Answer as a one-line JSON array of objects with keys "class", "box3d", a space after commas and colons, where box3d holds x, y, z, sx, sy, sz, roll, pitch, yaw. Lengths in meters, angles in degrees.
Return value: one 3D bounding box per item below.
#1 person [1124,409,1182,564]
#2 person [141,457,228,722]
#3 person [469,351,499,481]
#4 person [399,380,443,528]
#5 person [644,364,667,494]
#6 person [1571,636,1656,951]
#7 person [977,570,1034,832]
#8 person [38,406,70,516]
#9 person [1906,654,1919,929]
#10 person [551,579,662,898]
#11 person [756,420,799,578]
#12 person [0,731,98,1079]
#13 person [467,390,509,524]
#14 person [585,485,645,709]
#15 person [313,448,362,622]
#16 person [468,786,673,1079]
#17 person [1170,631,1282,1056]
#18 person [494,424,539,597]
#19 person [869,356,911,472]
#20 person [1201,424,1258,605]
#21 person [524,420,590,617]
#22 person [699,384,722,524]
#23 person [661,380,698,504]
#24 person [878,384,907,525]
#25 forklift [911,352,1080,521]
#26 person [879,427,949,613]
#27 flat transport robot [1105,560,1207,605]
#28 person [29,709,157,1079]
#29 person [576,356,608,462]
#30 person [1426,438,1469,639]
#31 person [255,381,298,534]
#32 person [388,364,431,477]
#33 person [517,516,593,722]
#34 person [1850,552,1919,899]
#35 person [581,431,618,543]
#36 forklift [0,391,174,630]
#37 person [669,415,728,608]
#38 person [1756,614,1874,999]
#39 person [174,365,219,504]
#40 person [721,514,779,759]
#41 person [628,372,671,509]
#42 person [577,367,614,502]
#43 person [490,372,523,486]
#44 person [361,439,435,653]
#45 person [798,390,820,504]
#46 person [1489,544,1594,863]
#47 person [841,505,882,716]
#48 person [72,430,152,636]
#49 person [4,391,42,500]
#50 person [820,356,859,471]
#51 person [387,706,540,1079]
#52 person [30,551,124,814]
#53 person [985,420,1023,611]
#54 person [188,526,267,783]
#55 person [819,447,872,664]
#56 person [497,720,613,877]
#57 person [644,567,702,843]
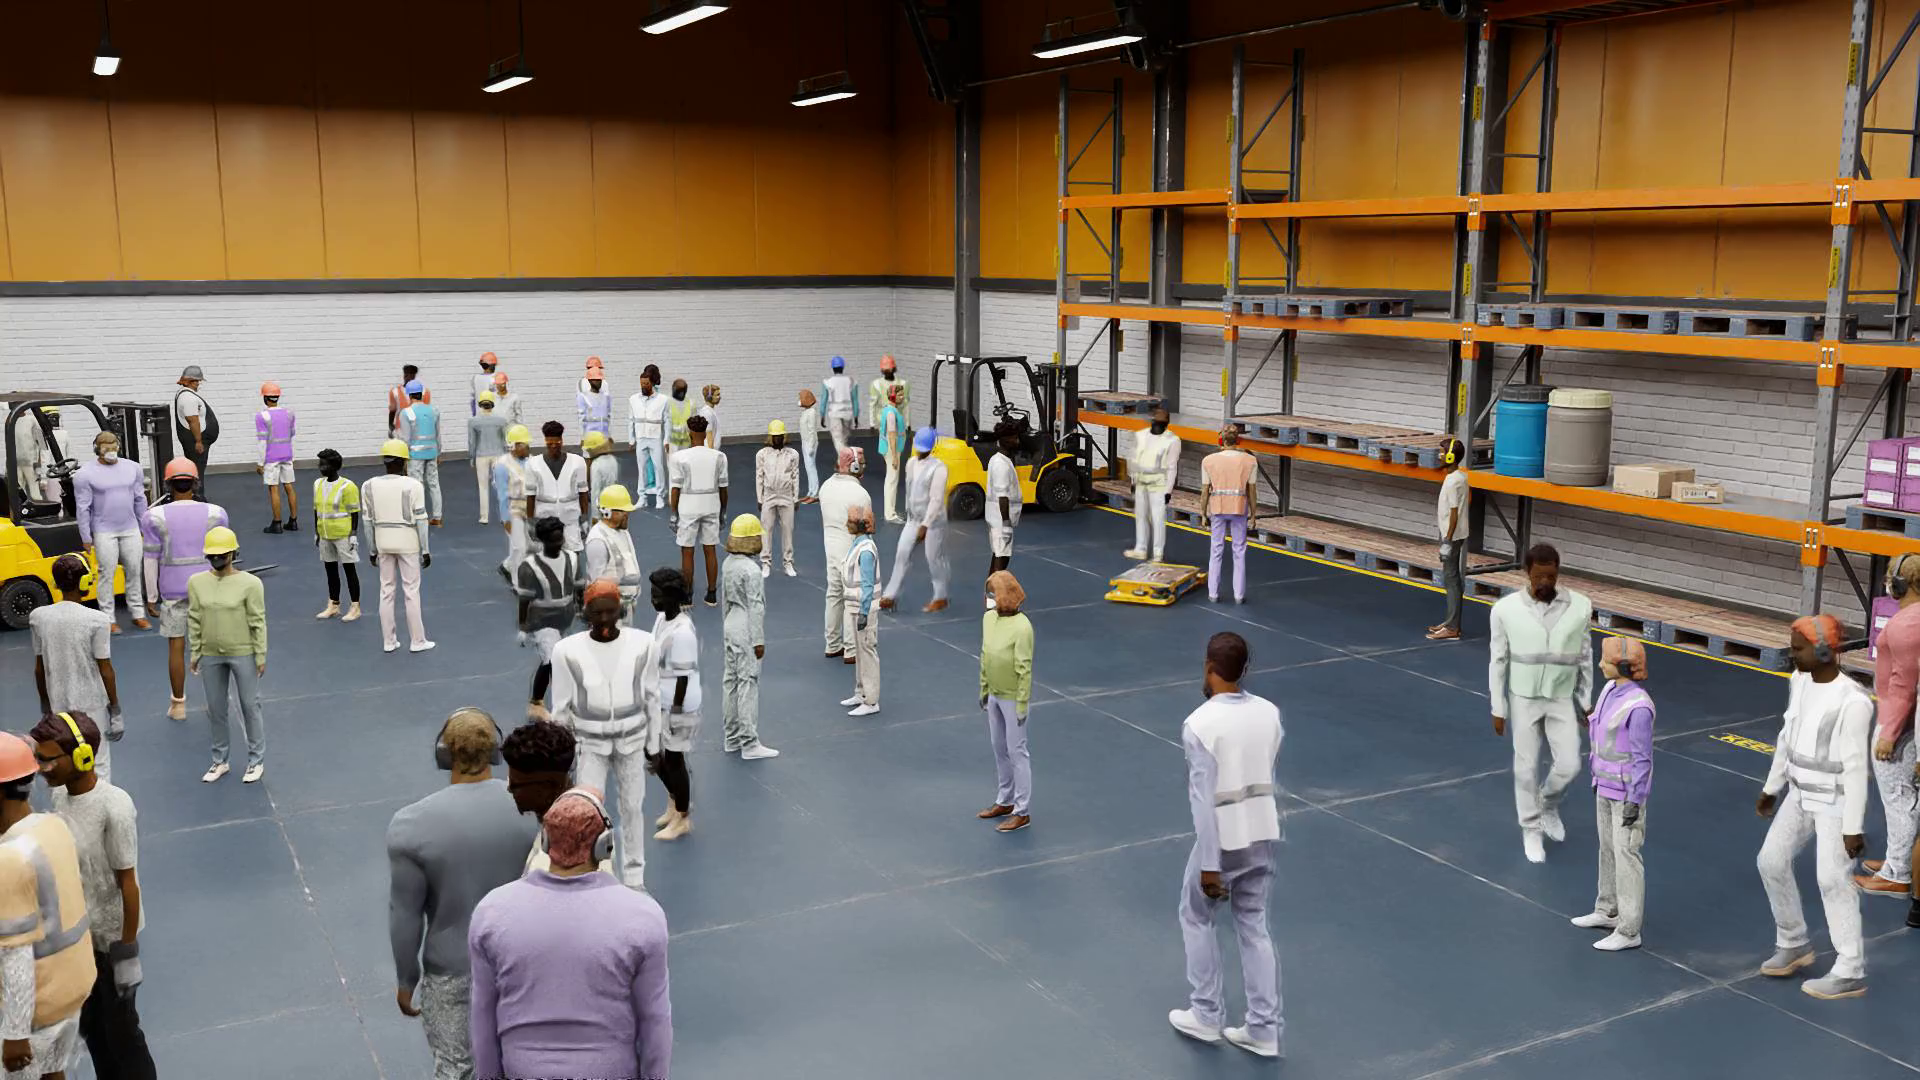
[{"class": "person", "box3d": [2.166, -0.614, 19.112, 0.432, 1.813, 0.779, -9, 13, -43]}, {"class": "person", "box3d": [-5.910, 0.375, 12.740, 0.613, 2.033, 0.411, -6, 12, -33]}, {"class": "person", "box3d": [-7.310, -1.911, 25.871, 0.616, 2.039, 0.395, 4, 11, 21]}, {"class": "person", "box3d": [-6.945, -1.087, 21.397, 0.406, 1.942, 0.614, 7, 12, 34]}, {"class": "person", "box3d": [-4.574, -1.647, 24.690, 0.386, 1.921, 0.595, -2, 10, -9]}, {"class": "person", "box3d": [3.394, 1.295, 8.570, 0.310, 1.636, 0.523, 0, 10, 2]}, {"class": "person", "box3d": [0.279, 0.989, 10.370, 0.294, 1.625, 0.502, -6, 11, -30]}, {"class": "person", "box3d": [-10.884, -0.751, 19.980, 0.315, 1.767, 0.535, 1, 10, 4]}, {"class": "person", "box3d": [5.237, 1.140, 8.641, 0.391, 1.929, 0.546, -5, 11, -27]}, {"class": "person", "box3d": [-1.889, 1.121, 8.931, 0.584, 1.868, 0.418, -3, 10, -19]}, {"class": "person", "box3d": [-2.003, -0.453, 18.329, 0.486, 1.744, 0.294, -2, 10, -14]}, {"class": "person", "box3d": [-3.276, 1.610, 5.936, 0.504, 1.916, 0.571, -2, 10, -11]}, {"class": "person", "box3d": [-6.203, -1.087, 21.912, 0.526, 1.769, 0.329, -3, 10, -18]}, {"class": "person", "box3d": [-2.654, 0.474, 12.791, 0.403, 1.817, 0.601, 1, 10, 8]}, {"class": "person", "box3d": [-6.047, -0.048, 16.119, 0.540, 1.698, 0.317, 4, 11, 23]}, {"class": "person", "box3d": [-1.241, 1.736, 5.357, 0.648, 1.881, 0.451, 0, 10, 2]}, {"class": "person", "box3d": [1.241, 1.361, 7.494, 0.609, 1.873, 0.655, -7, 12, -34]}, {"class": "person", "box3d": [-4.612, -0.301, 17.256, 0.544, 1.822, 0.603, 4, 11, 24]}, {"class": "person", "box3d": [-1.081, -1.802, 25.407, 0.618, 1.981, 1.047, 1, 10, 4]}, {"class": "person", "box3d": [2.727, -0.251, 16.905, 0.559, 1.836, 0.394, 2, 10, 10]}, {"class": "person", "box3d": [-3.938, -0.204, 16.297, 0.608, 1.955, 0.385, -3, 10, -15]}, {"class": "person", "box3d": [-3.277, -1.137, 21.967, 0.333, 1.844, 0.514, -2, 10, -12]}, {"class": "person", "box3d": [-3.933, -1.355, 23.390, 0.636, 1.784, 0.981, -7, 12, -34]}, {"class": "person", "box3d": [-0.889, -1.128, 21.913, 0.382, 1.845, 0.571, -1, 10, -4]}, {"class": "forklift", "box3d": [0.460, -1.461, 22.833, 2.313, 2.155, 1.214, -5, 11, -28]}, {"class": "person", "box3d": [-0.435, -0.169, 16.297, 0.891, 1.881, 0.637, -9, 13, -41]}, {"class": "flat transport robot", "box3d": [2.069, 0.438, 17.430, 0.652, 0.197, 1.431, 5, 11, 25]}, {"class": "person", "box3d": [-3.340, 1.562, 6.424, 0.525, 1.854, 0.342, 7, 12, 33]}, {"class": "person", "box3d": [-5.765, -1.925, 26.257, 0.548, 1.932, 0.377, 3, 10, 15]}, {"class": "person", "box3d": [4.530, -0.003, 15.402, 0.332, 1.862, 0.520, 5, 11, 25]}, {"class": "person", "box3d": [-8.719, -1.048, 21.190, 0.359, 1.939, 0.543, 6, 12, 31]}, {"class": "person", "box3d": [-8.356, -1.738, 25.260, 0.650, 1.918, 0.893, -3, 10, -18]}, {"class": "person", "box3d": [-2.991, 0.628, 12.361, 0.833, 1.646, 0.572, 6, 12, 33]}, {"class": "person", "box3d": [5.251, 1.025, 9.261, 0.350, 1.935, 0.635, 9, 13, 41]}, {"class": "person", "box3d": [-3.726, -0.311, 17.598, 0.399, 1.719, 0.655, 3, 10, 19]}, {"class": "forklift", "box3d": [-9.026, -0.363, 16.508, 1.214, 2.155, 2.313, 6, 11, 29]}, {"class": "person", "box3d": [-2.631, -0.284, 16.770, 0.614, 1.951, 0.388, -5, 11, -29]}, {"class": "person", "box3d": [4.168, 1.274, 8.036, 0.476, 1.861, 0.594, 0, 10, -2]}, {"class": "person", "box3d": [-10.509, -1.404, 22.947, 0.537, 2.000, 0.679, -7, 12, -34]}, {"class": "person", "box3d": [-1.515, 0.675, 11.829, 0.312, 1.744, 0.487, -7, 12, -33]}, {"class": "person", "box3d": [-4.340, -1.396, 23.253, 0.596, 1.918, 0.380, 1, 10, 8]}, {"class": "person", "box3d": [-5.214, -1.515, 23.868, 0.352, 1.942, 0.546, 9, 13, 43]}, {"class": "person", "box3d": [-6.978, -1.695, 25.443, 0.564, 1.752, 0.339, 0, 10, -1]}, {"class": "person", "box3d": [-5.019, 0.061, 14.872, 0.585, 1.917, 0.382, 1, 10, 6]}, {"class": "person", "box3d": [-2.161, -1.330, 23.725, 0.278, 1.628, 0.505, -3, 10, -17]}, {"class": "person", "box3d": [3.428, 0.948, 9.827, 0.639, 1.893, 0.473, 1, 10, 5]}, {"class": "person", "box3d": [-0.760, 0.539, 12.913, 0.308, 1.641, 0.514, -2, 10, -13]}, {"class": "person", "box3d": [-7.935, -0.070, 15.603, 0.374, 1.929, 0.635, 8, 13, 39]}, {"class": "person", "box3d": [-11.622, -0.918, 20.638, 0.513, 1.872, 0.328, 1, 10, 7]}, {"class": "person", "box3d": [-1.913, -2.007, 26.810, 0.618, 1.914, 0.914, -4, 11, -21]}, {"class": "person", "box3d": [-1.776, 1.567, 6.175, 0.636, 1.929, 0.380, -6, 11, -30]}, {"class": "person", "box3d": [-5.124, 0.991, 9.688, 0.511, 1.861, 0.322, 1, 10, 8]}, {"class": "person", "box3d": [0.428, -0.192, 16.178, 0.368, 1.967, 0.600, -1, 10, -4]}, {"class": "person", "box3d": [-4.938, 0.773, 11.229, 0.527, 1.761, 0.334, 0, 10, 2]}, {"class": "person", "box3d": [-0.958, 0.129, 14.545, 0.399, 1.900, 0.650, -8, 13, -38]}, {"class": "person", "box3d": [-1.470, 1.592, 5.924, 0.496, 1.958, 0.659, -1, 10, -4]}, {"class": "person", "box3d": [-1.763, 0.995, 10.135, 0.355, 1.684, 0.555, -5, 11, -26]}]
